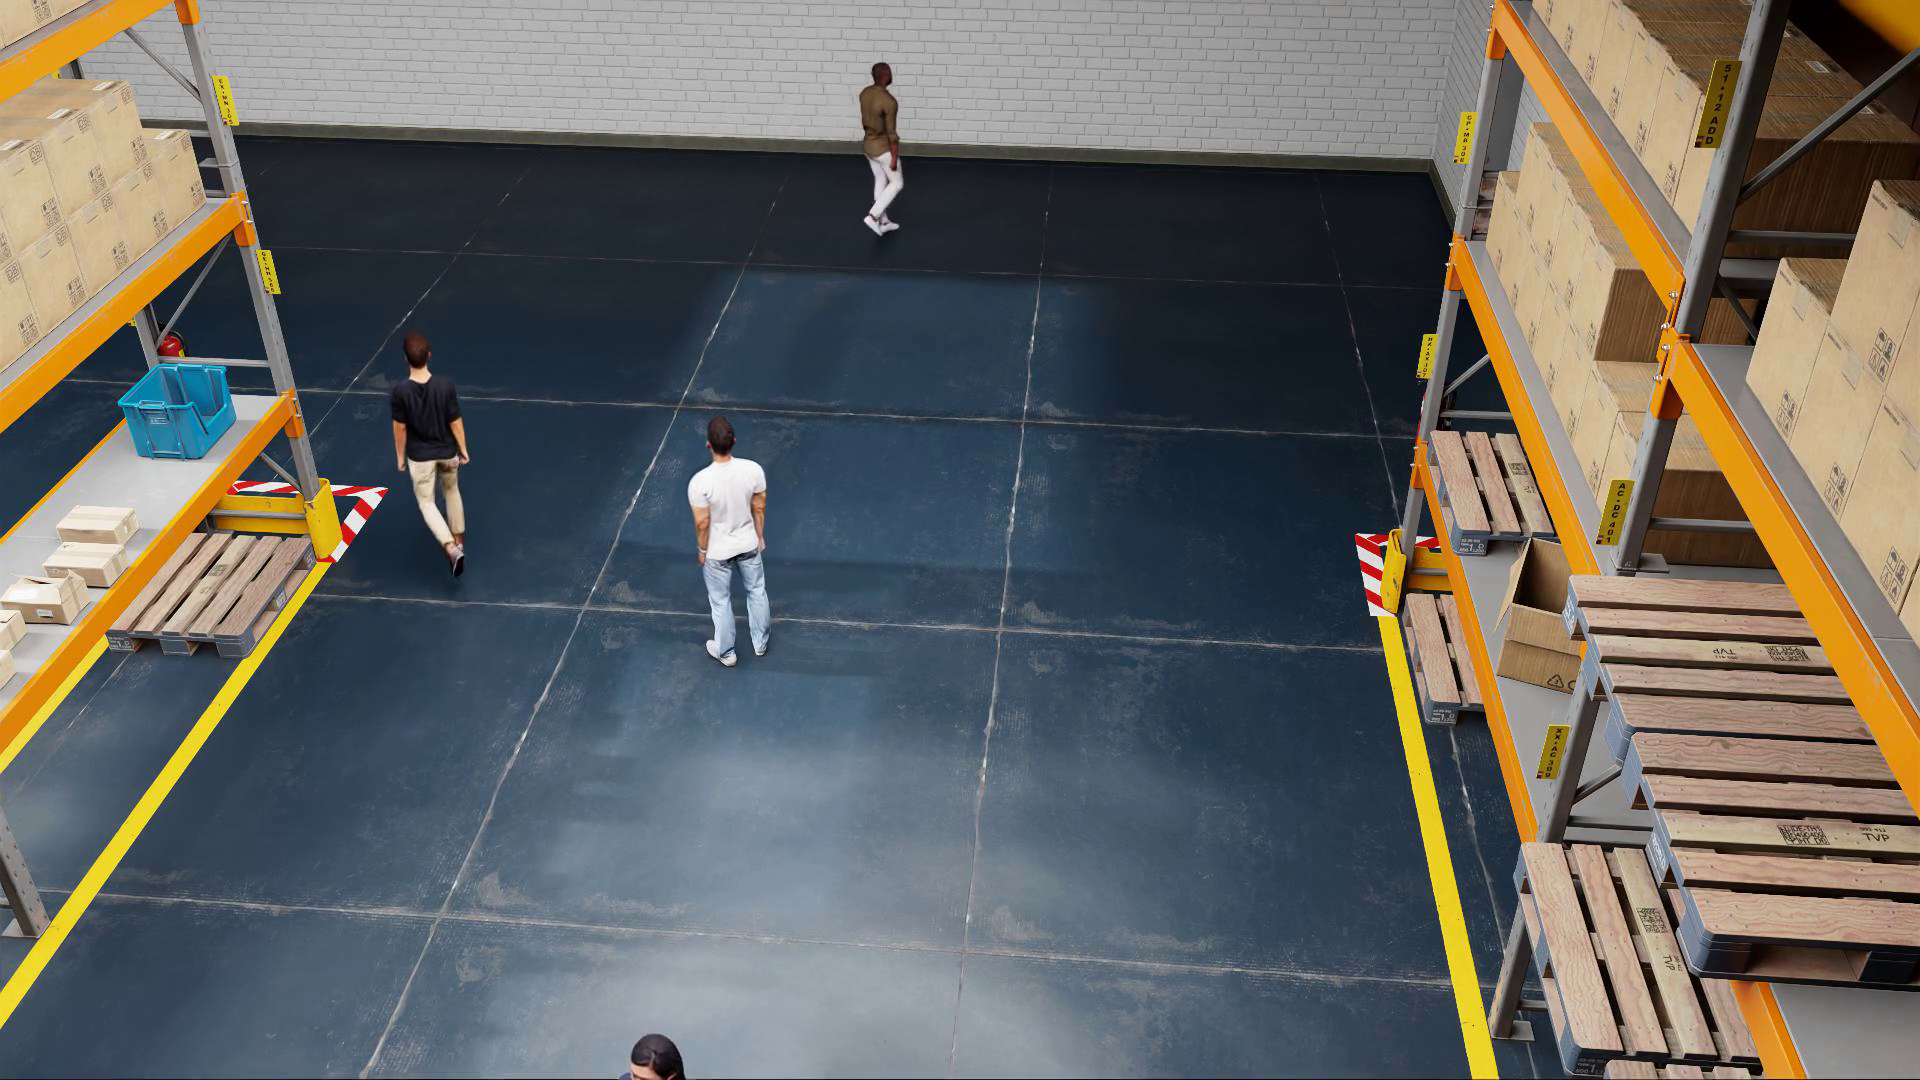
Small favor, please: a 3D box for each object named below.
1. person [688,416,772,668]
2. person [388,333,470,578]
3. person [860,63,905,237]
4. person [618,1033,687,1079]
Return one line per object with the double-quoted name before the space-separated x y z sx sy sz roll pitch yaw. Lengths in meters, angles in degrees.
"person" -1.515 0.011 11.002 0.759 1.867 0.771 -17 37 -24
"person" -3.756 -0.568 11.902 0.989 1.835 1.108 -18 38 -25
"person" -0.858 -3.966 17.035 0.991 1.812 0.932 -27 42 -35
"person" -1.191 2.663 7.162 0.850 1.700 1.147 14 36 20
